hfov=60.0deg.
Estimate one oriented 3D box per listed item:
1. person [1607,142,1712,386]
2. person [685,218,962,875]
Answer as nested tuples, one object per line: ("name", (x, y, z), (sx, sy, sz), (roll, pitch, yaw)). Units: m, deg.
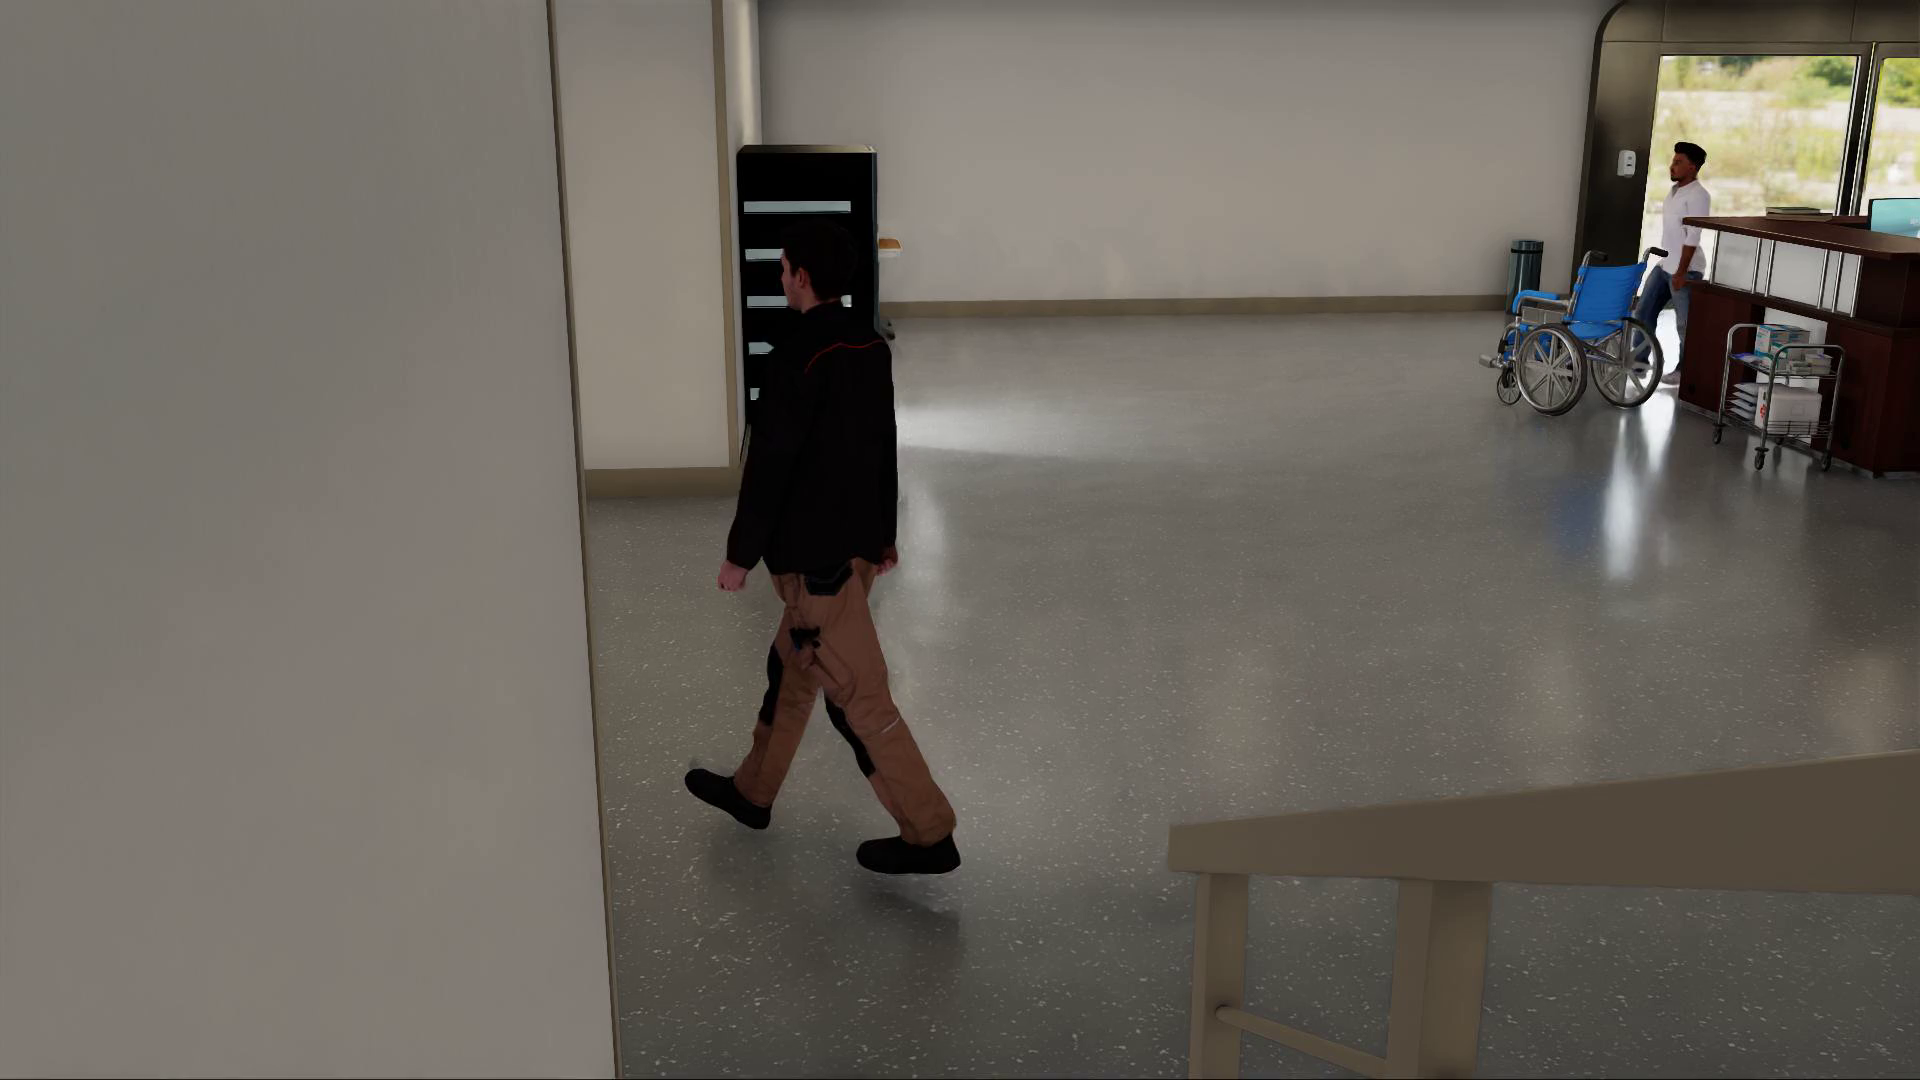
("person", (5.476, -2.057, 12.473), (0.721, 1.800, 0.789), (-2, 16, -7))
("person", (-0.309, 0.087, 4.719), (1.158, 1.880, 1.271), (7, 17, 24))
